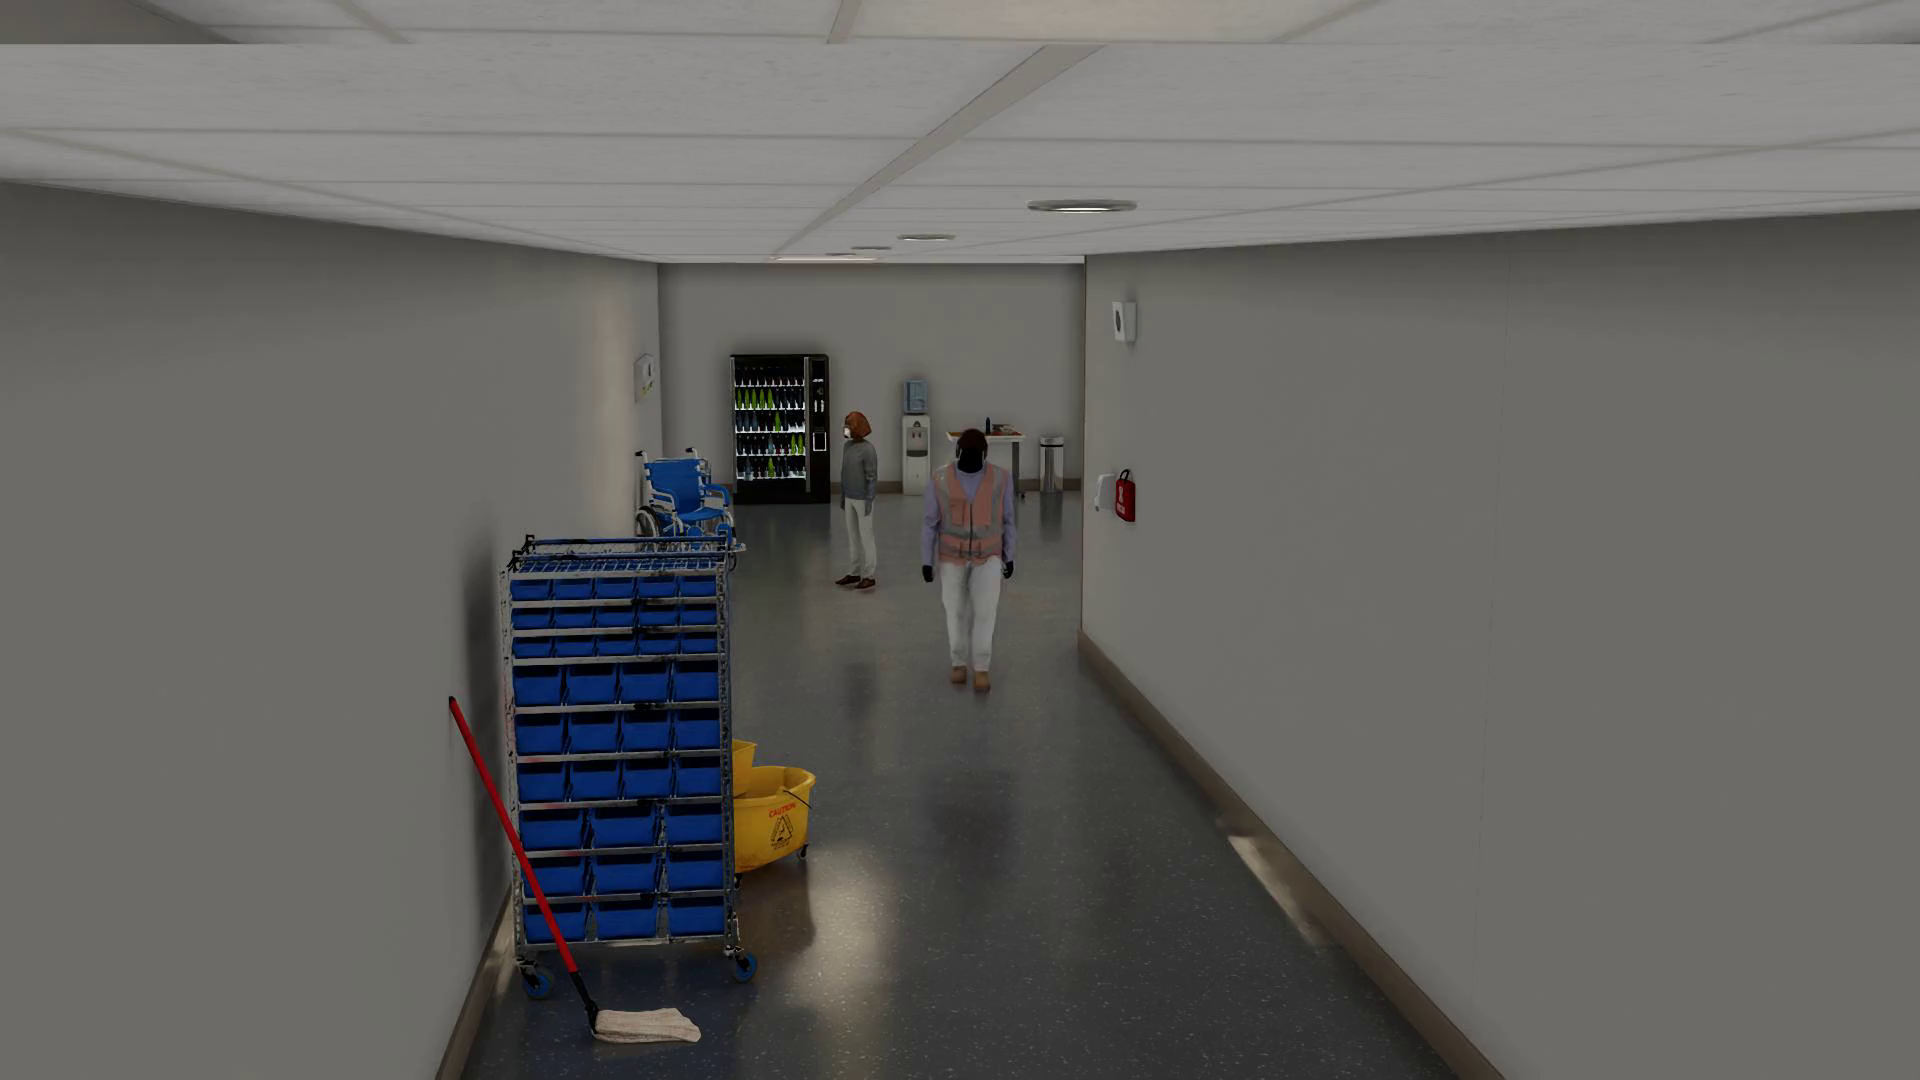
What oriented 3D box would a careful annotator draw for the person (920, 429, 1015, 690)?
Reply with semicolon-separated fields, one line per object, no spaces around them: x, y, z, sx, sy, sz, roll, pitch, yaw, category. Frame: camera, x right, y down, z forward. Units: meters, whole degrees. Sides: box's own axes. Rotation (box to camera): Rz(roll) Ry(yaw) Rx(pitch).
0.055;0.141;11.545;0.665;1.812;0.710;0;9;0;person

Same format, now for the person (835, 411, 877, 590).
-0.943;-0.365;15.264;0.278;1.634;0.498;-7;11;-36;person
